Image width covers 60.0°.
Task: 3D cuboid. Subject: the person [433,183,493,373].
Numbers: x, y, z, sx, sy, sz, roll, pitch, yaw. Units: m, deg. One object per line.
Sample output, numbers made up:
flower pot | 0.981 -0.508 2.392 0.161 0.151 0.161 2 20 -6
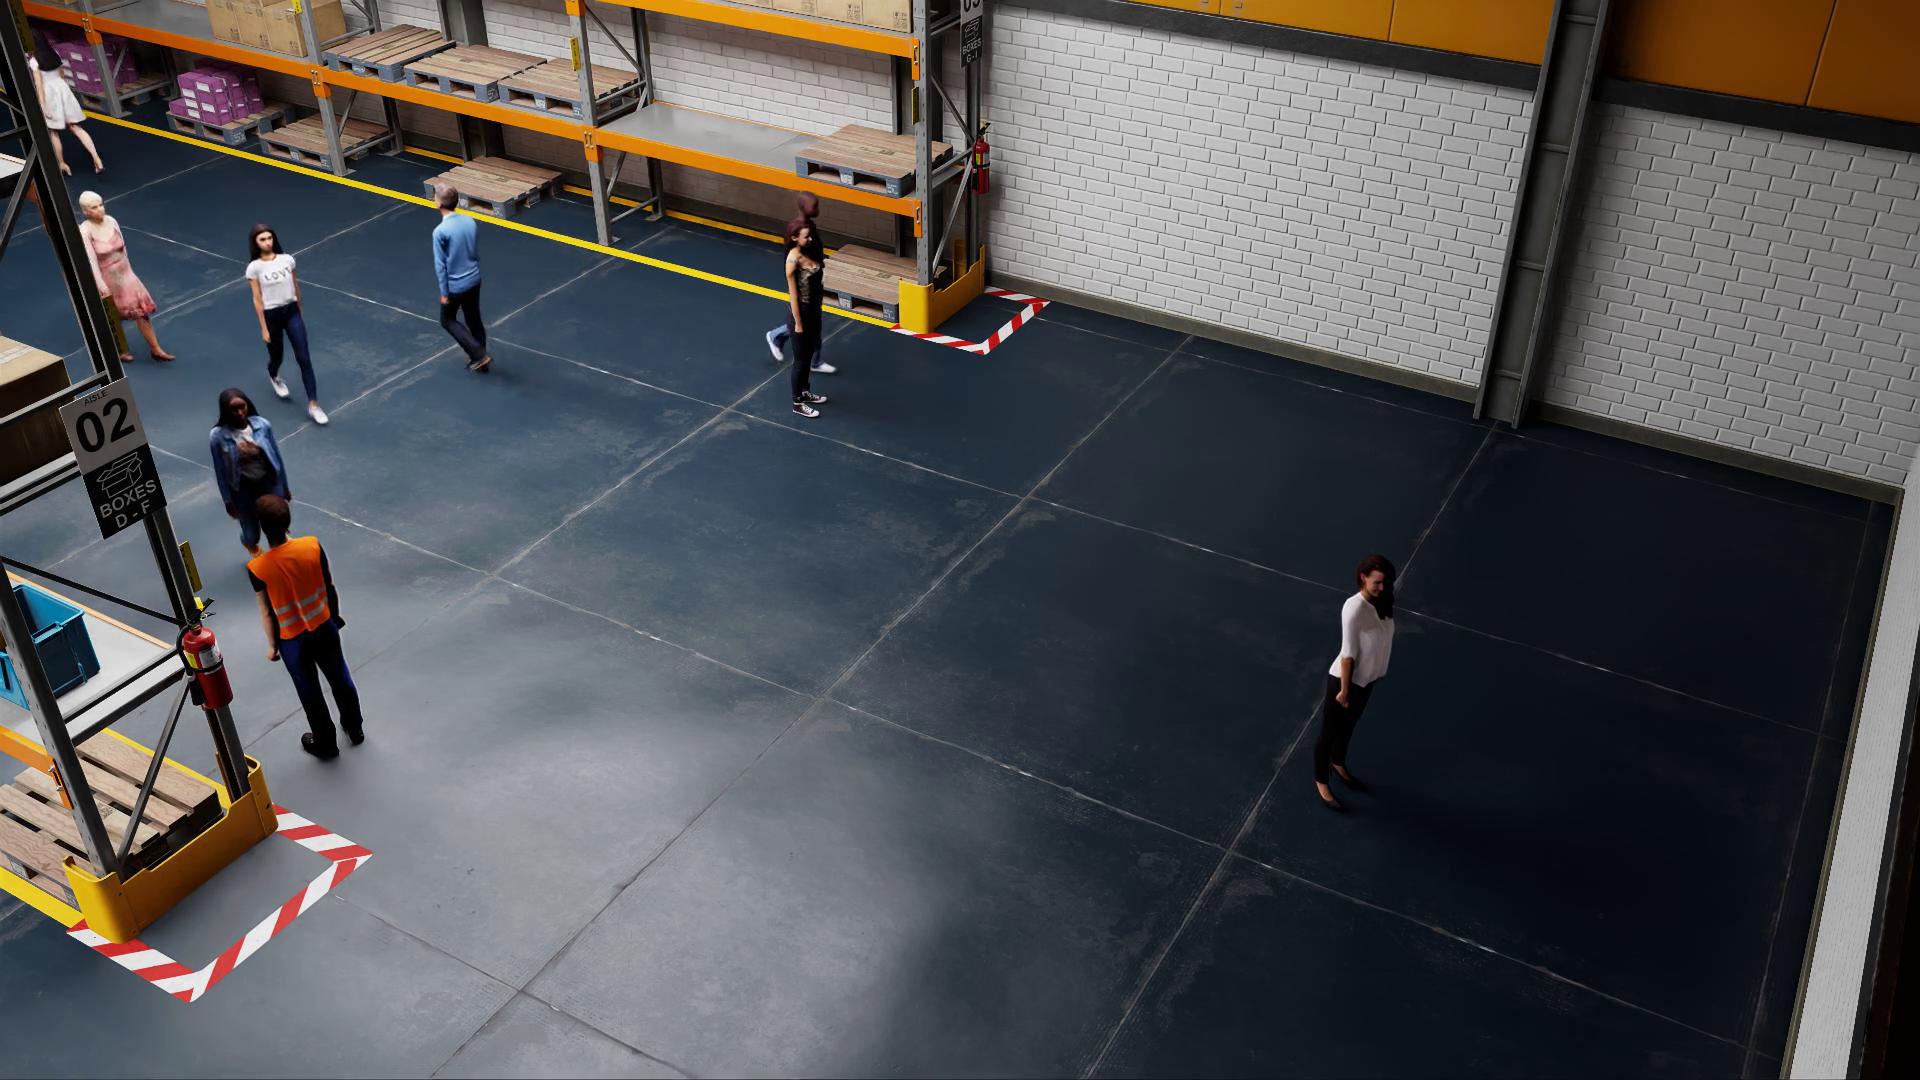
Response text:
person | -4.412 -2.295 14.880 0.662 1.803 0.664 18 38 26

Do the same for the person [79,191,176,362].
person | -7.773 -2.384 15.141 0.887 1.664 0.618 16 37 23

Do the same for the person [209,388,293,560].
person | -5.139 -0.375 12.083 0.831 1.702 0.991 -23 40 -31

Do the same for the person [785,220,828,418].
person | -1.364 -1.930 14.361 0.626 1.770 0.665 7 34 11

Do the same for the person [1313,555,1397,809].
person | 2.397 0.840 10.174 0.593 1.793 0.648 27 42 35

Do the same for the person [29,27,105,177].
person | -10.180 -4.929 18.895 0.999 1.747 0.625 17 37 24

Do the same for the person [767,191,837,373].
person | -1.467 -2.307 14.963 0.931 1.732 0.688 12 35 17

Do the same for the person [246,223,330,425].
person | -5.893 -1.889 14.323 0.830 1.744 1.188 -27 42 -35

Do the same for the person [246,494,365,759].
person | -4.145 0.552 10.519 0.689 1.889 0.734 26 41 33
